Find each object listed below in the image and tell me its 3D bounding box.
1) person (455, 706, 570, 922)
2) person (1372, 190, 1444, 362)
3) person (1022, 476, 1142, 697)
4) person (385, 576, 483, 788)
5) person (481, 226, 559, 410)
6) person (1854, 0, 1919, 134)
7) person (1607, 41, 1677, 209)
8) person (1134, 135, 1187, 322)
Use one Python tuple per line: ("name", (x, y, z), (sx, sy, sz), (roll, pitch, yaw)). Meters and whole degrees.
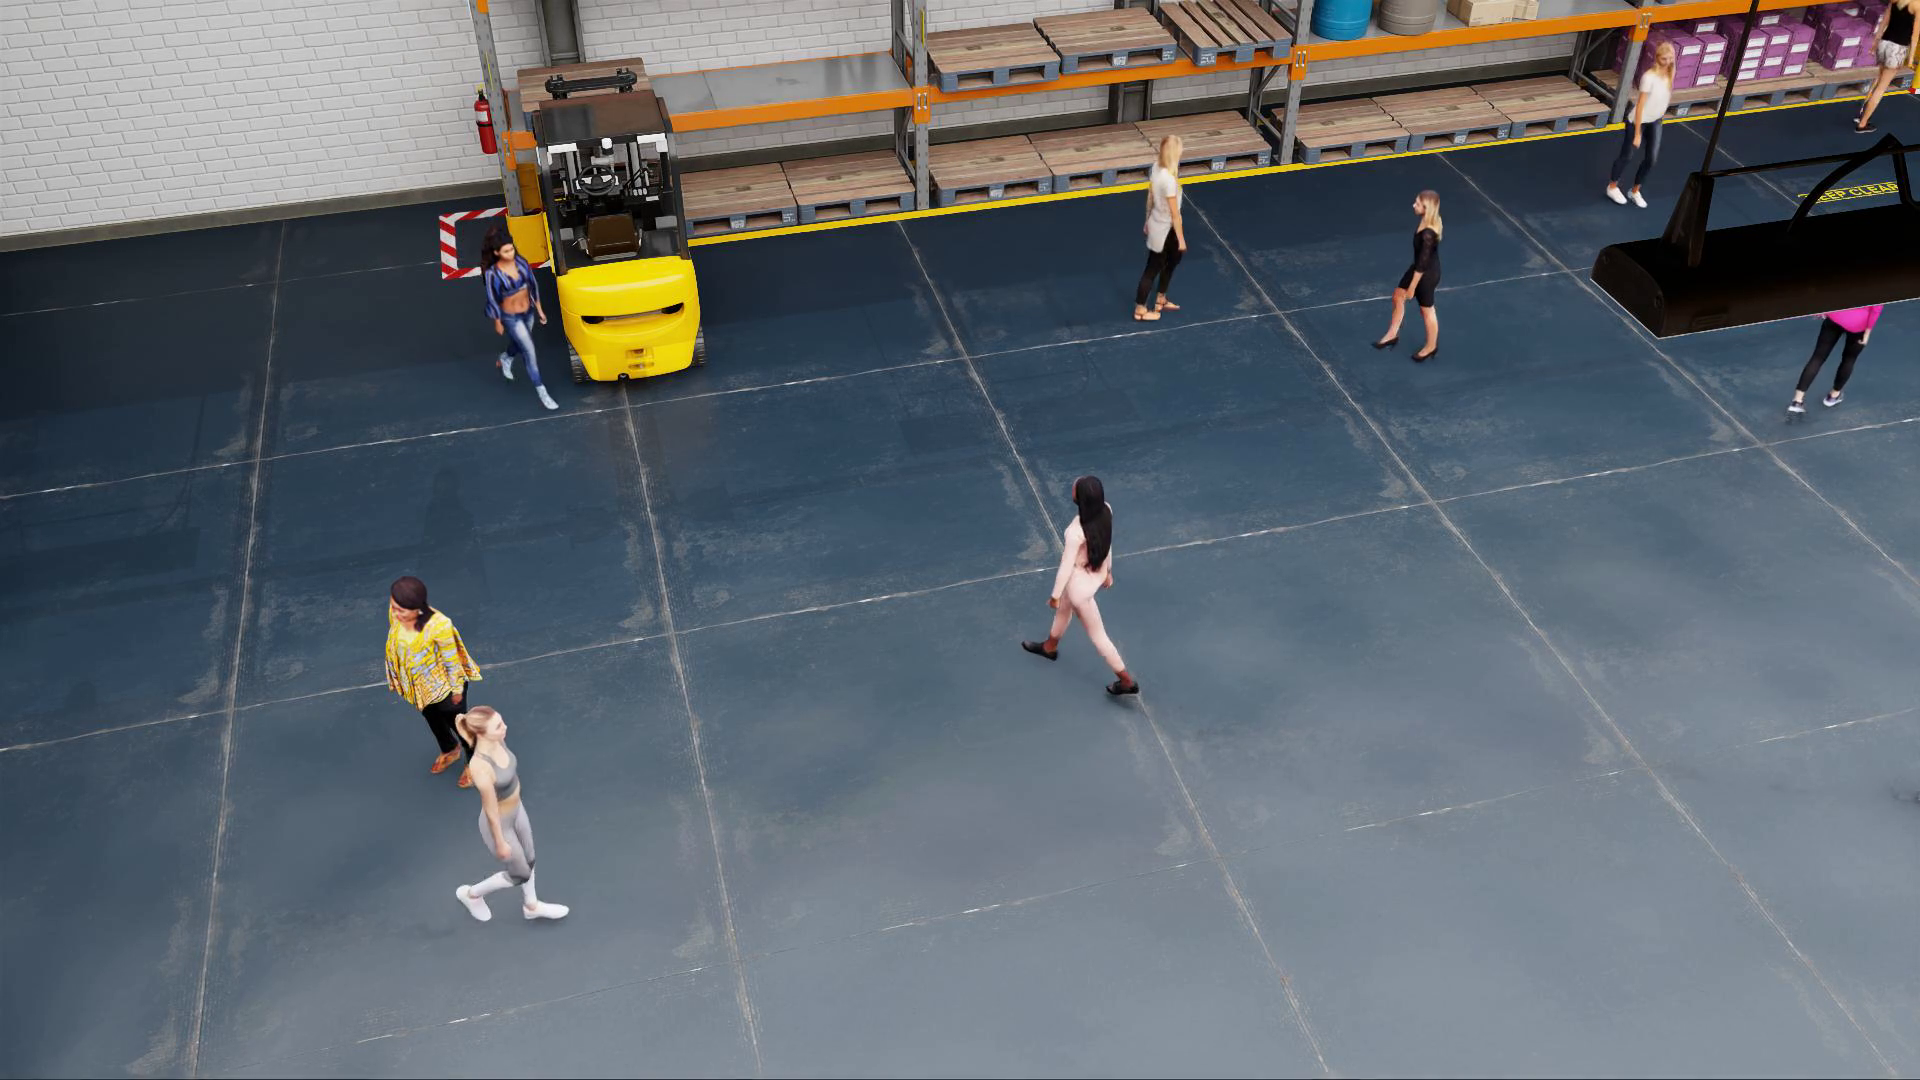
("person", (-2.659, 1.593, 9.406), (0.910, 1.695, 0.727), (1, 39, 1))
("person", (4.061, -2.226, 14.229), (0.888, 1.645, 0.755), (7, 39, 9))
("person", (0.897, 0.340, 10.990), (1.208, 1.677, 1.171), (21, 43, 24))
("person", (-3.259, 0.863, 10.355), (0.880, 1.652, 0.943), (17, 41, 20))
("person", (-3.721, -1.878, 13.841), (1.063, 1.585, 1.076), (26, 45, 28))
("person", (9.952, -5.260, 17.878), (0.607, 1.832, 0.656), (-13, 40, -16))
("person", (6.761, -4.155, 16.541), (0.691, 1.773, 0.760), (-24, 44, -27))
("person", (1.689, -2.715, 14.710), (0.687, 1.809, 0.627), (-7, 39, -8))
